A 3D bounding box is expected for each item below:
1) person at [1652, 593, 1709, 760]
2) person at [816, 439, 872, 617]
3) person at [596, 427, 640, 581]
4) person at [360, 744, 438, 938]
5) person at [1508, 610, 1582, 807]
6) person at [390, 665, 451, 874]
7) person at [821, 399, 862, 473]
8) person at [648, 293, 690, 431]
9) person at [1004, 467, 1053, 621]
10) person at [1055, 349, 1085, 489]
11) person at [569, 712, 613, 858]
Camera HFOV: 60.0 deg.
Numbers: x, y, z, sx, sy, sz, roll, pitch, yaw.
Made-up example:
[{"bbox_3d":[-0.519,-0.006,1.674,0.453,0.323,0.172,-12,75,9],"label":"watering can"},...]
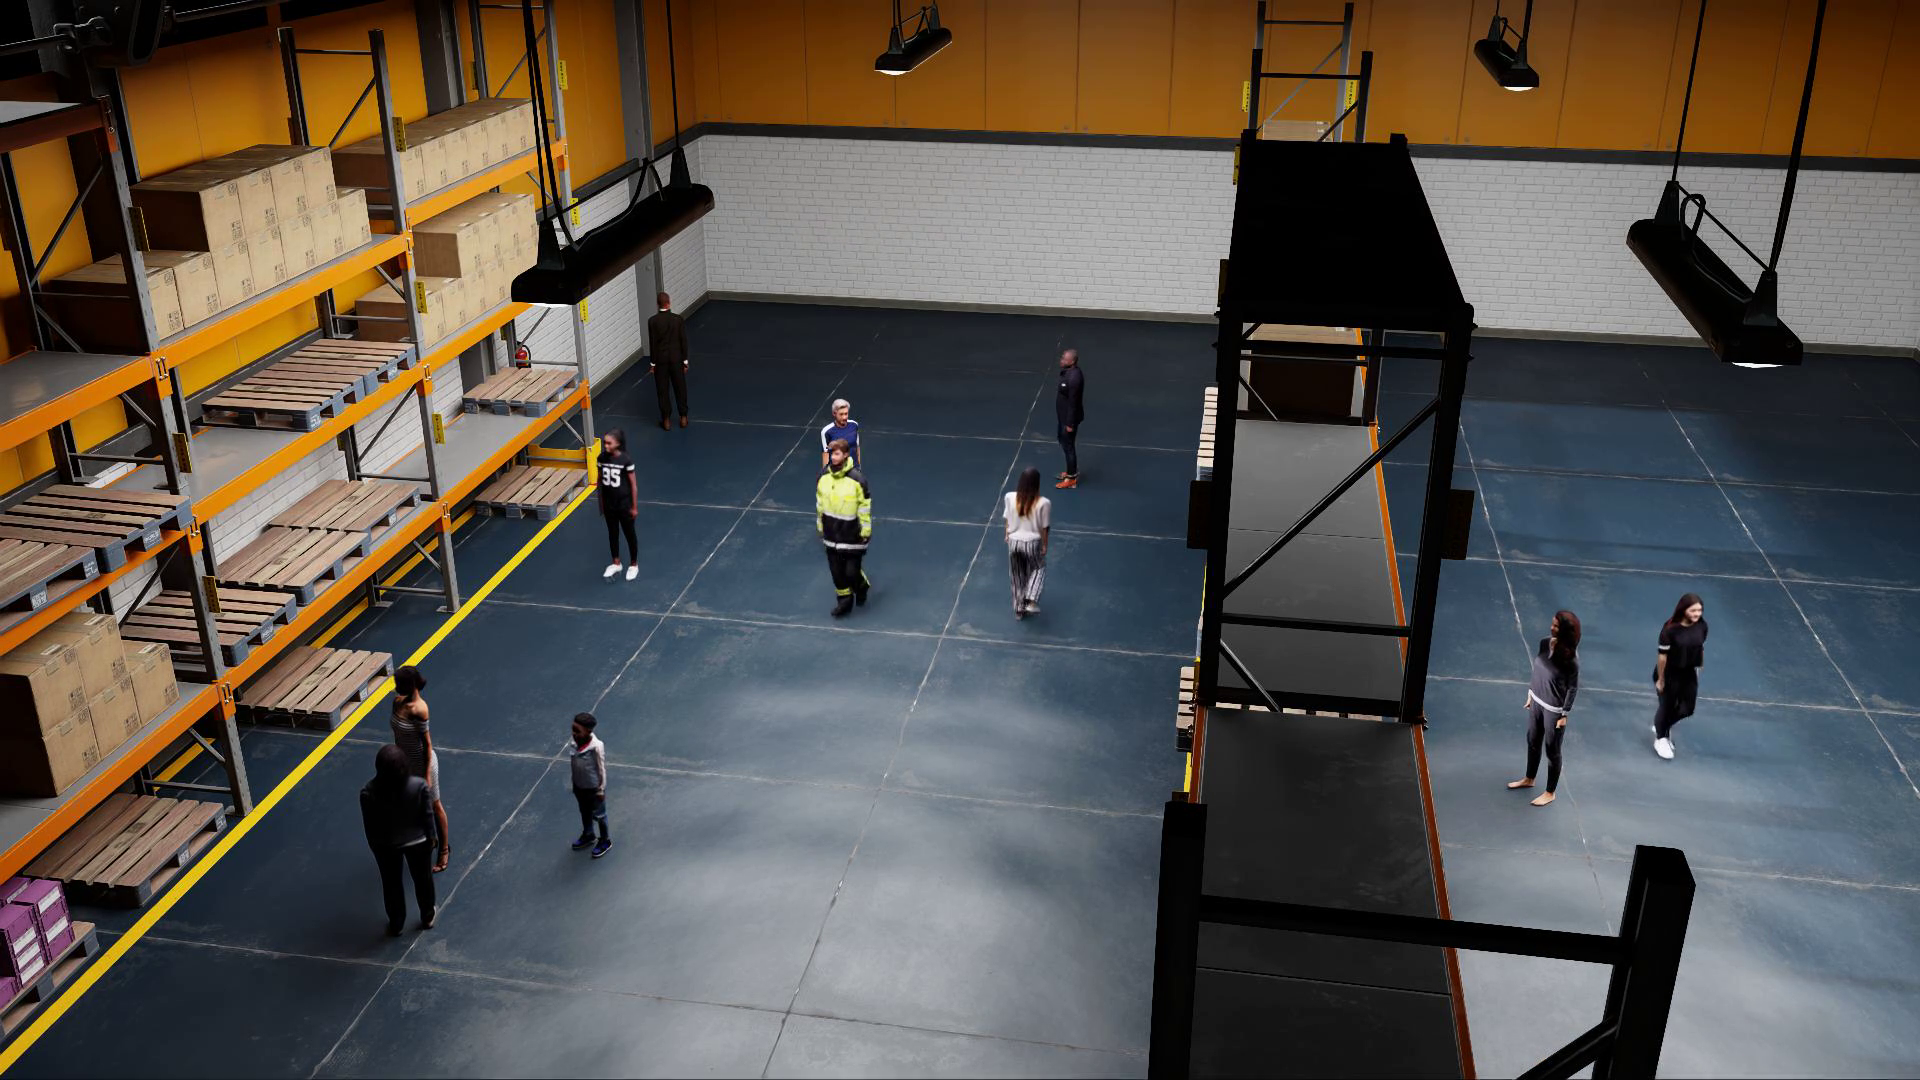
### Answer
[{"bbox_3d":[6.361,1.167,14.869,0.704,1.627,0.721,-4,24,-10],"label":"person"},{"bbox_3d":[-1.165,-0.155,17.468,0.872,1.969,0.871,11,26,23],"label":"person"},{"bbox_3d":[-3.763,-0.403,18.333,0.638,1.730,0.579,7,25,16],"label":"person"},{"bbox_3d":[-4.188,2.235,12.466,0.778,1.595,0.806,-7,25,-16],"label":"person"},{"bbox_3d":[5.025,1.401,14.159,0.751,1.768,0.654,-11,26,-23],"label":"person"},{"bbox_3d":[-4.279,1.795,13.188,0.679,1.824,0.691,18,30,36],"label":"person"},{"bbox_3d":[-1.347,-0.772,19.051,0.728,1.830,0.787,-15,28,-31],"label":"person"},{"bbox_3d":[-3.997,-2.460,22.824,0.797,1.902,0.792,-7,25,-16],"label":"person"},{"bbox_3d":[0.668,0.066,17.347,0.709,1.661,0.702,6,24,14],"label":"person"},{"bbox_3d":[1.379,-1.549,20.850,0.886,1.814,0.685,0,24,0],"label":"person"},{"bbox_3d":[-3.009,1.960,13.514,0.557,1.260,0.584,15,28,30],"label":"person"}]
